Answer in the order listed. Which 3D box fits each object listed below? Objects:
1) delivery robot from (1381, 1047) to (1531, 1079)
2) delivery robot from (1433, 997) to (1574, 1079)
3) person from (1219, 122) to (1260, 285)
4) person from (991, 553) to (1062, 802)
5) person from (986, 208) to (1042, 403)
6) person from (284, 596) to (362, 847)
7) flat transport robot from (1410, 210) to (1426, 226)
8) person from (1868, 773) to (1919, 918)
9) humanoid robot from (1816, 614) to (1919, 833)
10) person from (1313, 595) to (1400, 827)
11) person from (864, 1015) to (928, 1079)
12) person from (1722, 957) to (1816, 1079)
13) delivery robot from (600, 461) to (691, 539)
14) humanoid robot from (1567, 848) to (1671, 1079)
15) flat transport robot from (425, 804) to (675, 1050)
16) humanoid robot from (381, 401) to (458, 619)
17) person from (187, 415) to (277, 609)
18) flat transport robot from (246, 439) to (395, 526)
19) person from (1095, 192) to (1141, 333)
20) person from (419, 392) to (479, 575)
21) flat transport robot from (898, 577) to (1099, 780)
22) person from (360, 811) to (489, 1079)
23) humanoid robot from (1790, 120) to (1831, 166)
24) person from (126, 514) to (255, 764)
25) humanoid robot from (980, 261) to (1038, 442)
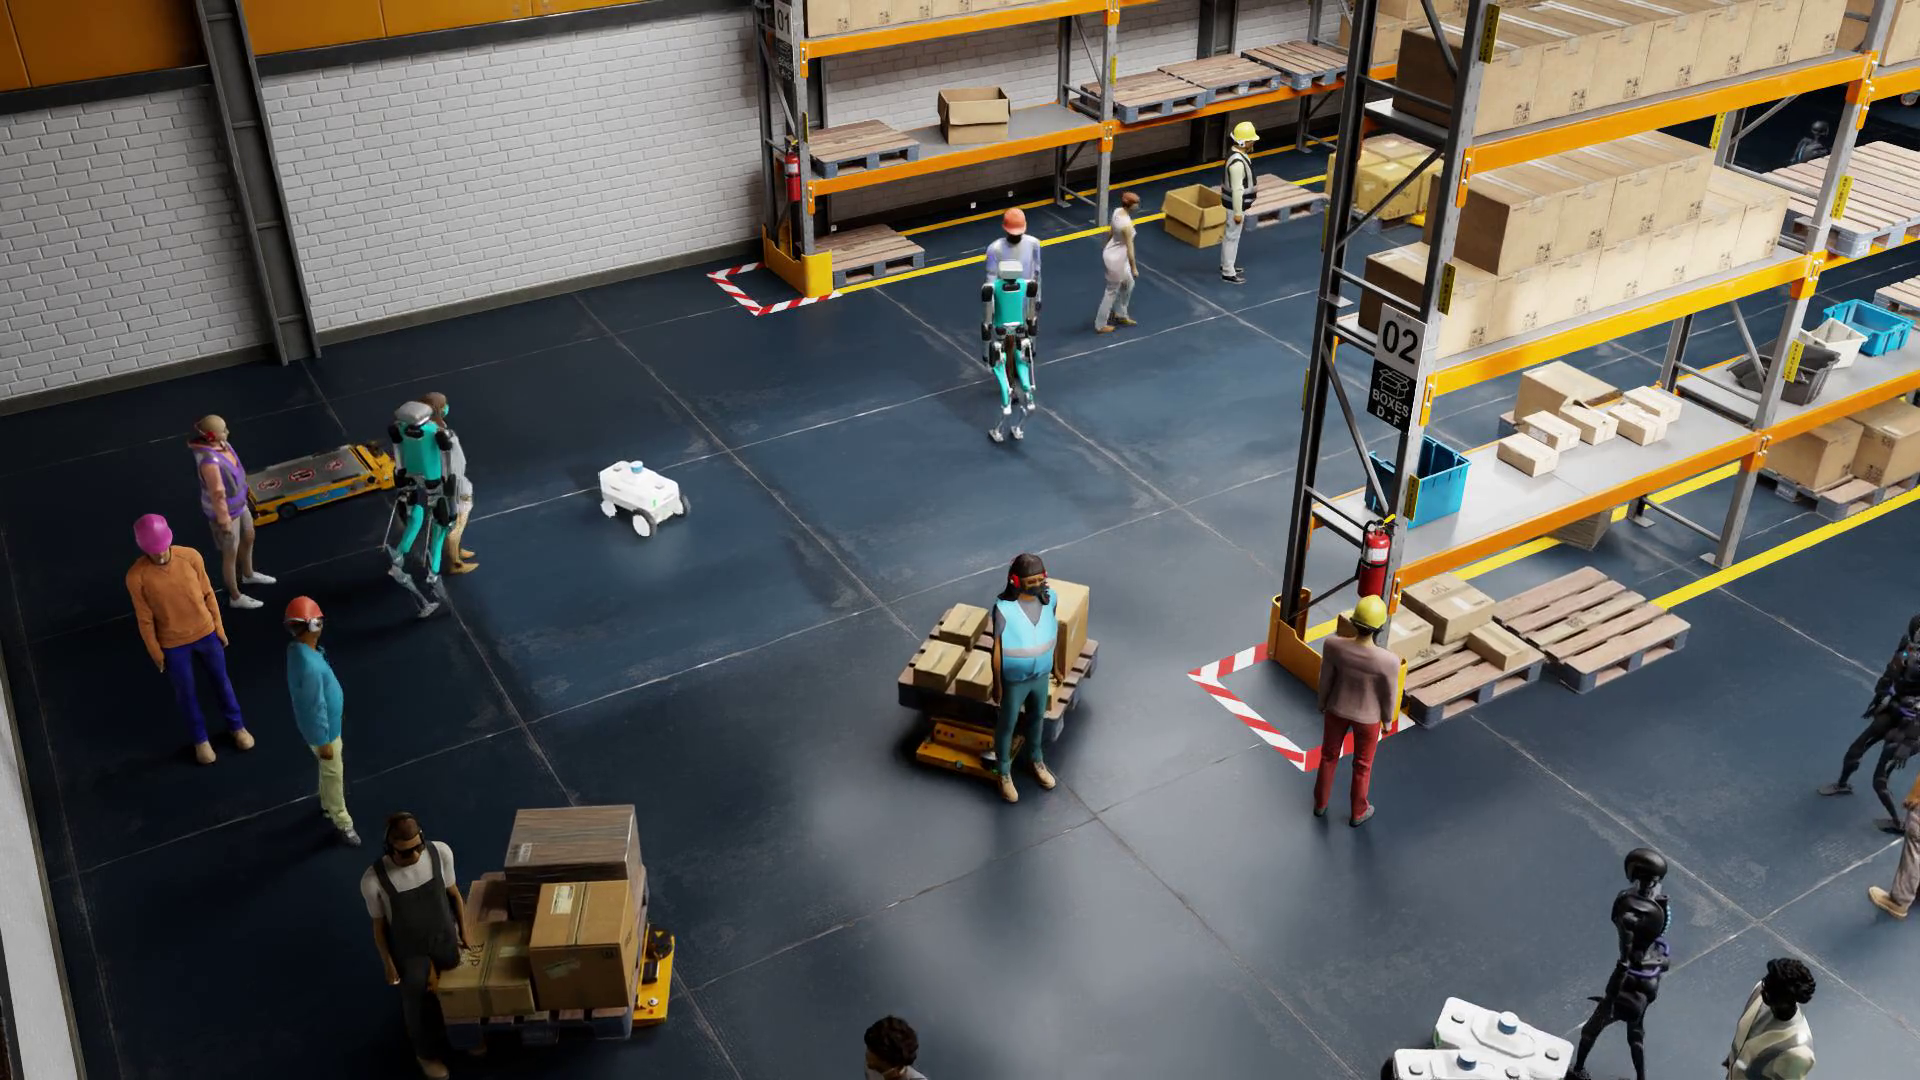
[{"bbox_3d":[2.701,2.998,9.039,0.804,0.600,0.499,1,32,2],"label":"delivery robot"},{"bbox_3d":[2.980,2.858,9.257,0.766,0.595,0.508,17,36,25],"label":"delivery robot"},{"bbox_3d":[3.121,-3.792,18.659,0.404,1.831,0.598,3,32,4],"label":"person"},{"bbox_3d":[0.429,0.901,11.144,0.519,1.866,0.391,-16,35,-24],"label":"person"},{"bbox_3d":[0.559,-2.346,16.311,0.597,1.888,0.809,-9,33,-14],"label":"person"},{"bbox_3d":[-4.136,1.196,10.830,0.326,1.703,0.650,-13,35,-20],"label":"person"},{"bbox_3d":[6.181,-4.184,20.756,0.659,0.231,1.431,22,38,31],"label":"flat transport robot"},{"bbox_3d":[6.044,1.535,10.232,0.479,1.766,0.365,-12,34,-18],"label":"person"},{"bbox_3d":[6.142,1.186,10.908,0.500,1.641,0.606,3,32,5],"label":"humanoid robot"},{"bbox_3d":[2.586,1.117,10.893,0.523,1.768,0.306,16,35,24],"label":"person"},{"bbox_3d":[-0.310,2.974,7.857,0.528,1.844,0.989,26,40,35],"label":"person"},{"bbox_3d":[4.004,2.748,8.363,0.321,1.691,0.532,0,32,1],"label":"person"},{"bbox_3d":[-2.760,-0.387,14.449,0.807,0.613,0.499,21,38,30],"label":"delivery robot"},{"bbox_3d":[3.639,2.368,8.997,0.585,1.626,0.589,22,38,30],"label":"humanoid robot"},{"bbox_3d":[-2.451,2.617,9.911,1.431,0.231,0.659,-2,32,-3],"label":"flat transport robot"},{"bbox_3d":[-4.237,-0.113,12.935,0.536,1.825,0.833,9,33,15],"label":"humanoid robot"},{"bbox_3d":[-5.767,-0.235,13.131,0.352,1.688,0.506,-3,32,-5],"label":"person"},{"bbox_3d":[-5.794,-0.512,14.900,1.431,0.231,0.659,-20,37,-29],"label":"flat transport robot"},{"bbox_3d":[1.693,-2.922,17.467,0.529,1.623,0.508,-2,32,-3],"label":"person"},{"bbox_3d":[-4.133,-0.469,13.524,0.408,1.646,0.501,-17,36,-25],"label":"person"},{"bbox_3d":[0.252,1.202,12.167,0.659,0.231,1.431,12,34,18],"label":"flat transport robot"},{"bbox_3d":[-2.929,2.203,9.101,0.499,1.839,0.344,-22,38,-31],"label":"person"},{"bbox_3d":[9.697,-4.070,19.301,0.730,1.648,0.615,-6,33,-9],"label":"humanoid robot"},{"bbox_3d":[-5.323,0.664,11.429,0.515,1.973,0.401,-24,39,-33],"label":"person"},{"bbox_3d":[0.499,-1.660,15.273,0.530,1.717,0.689,-7,33,-12],"label":"humanoid robot"}]
